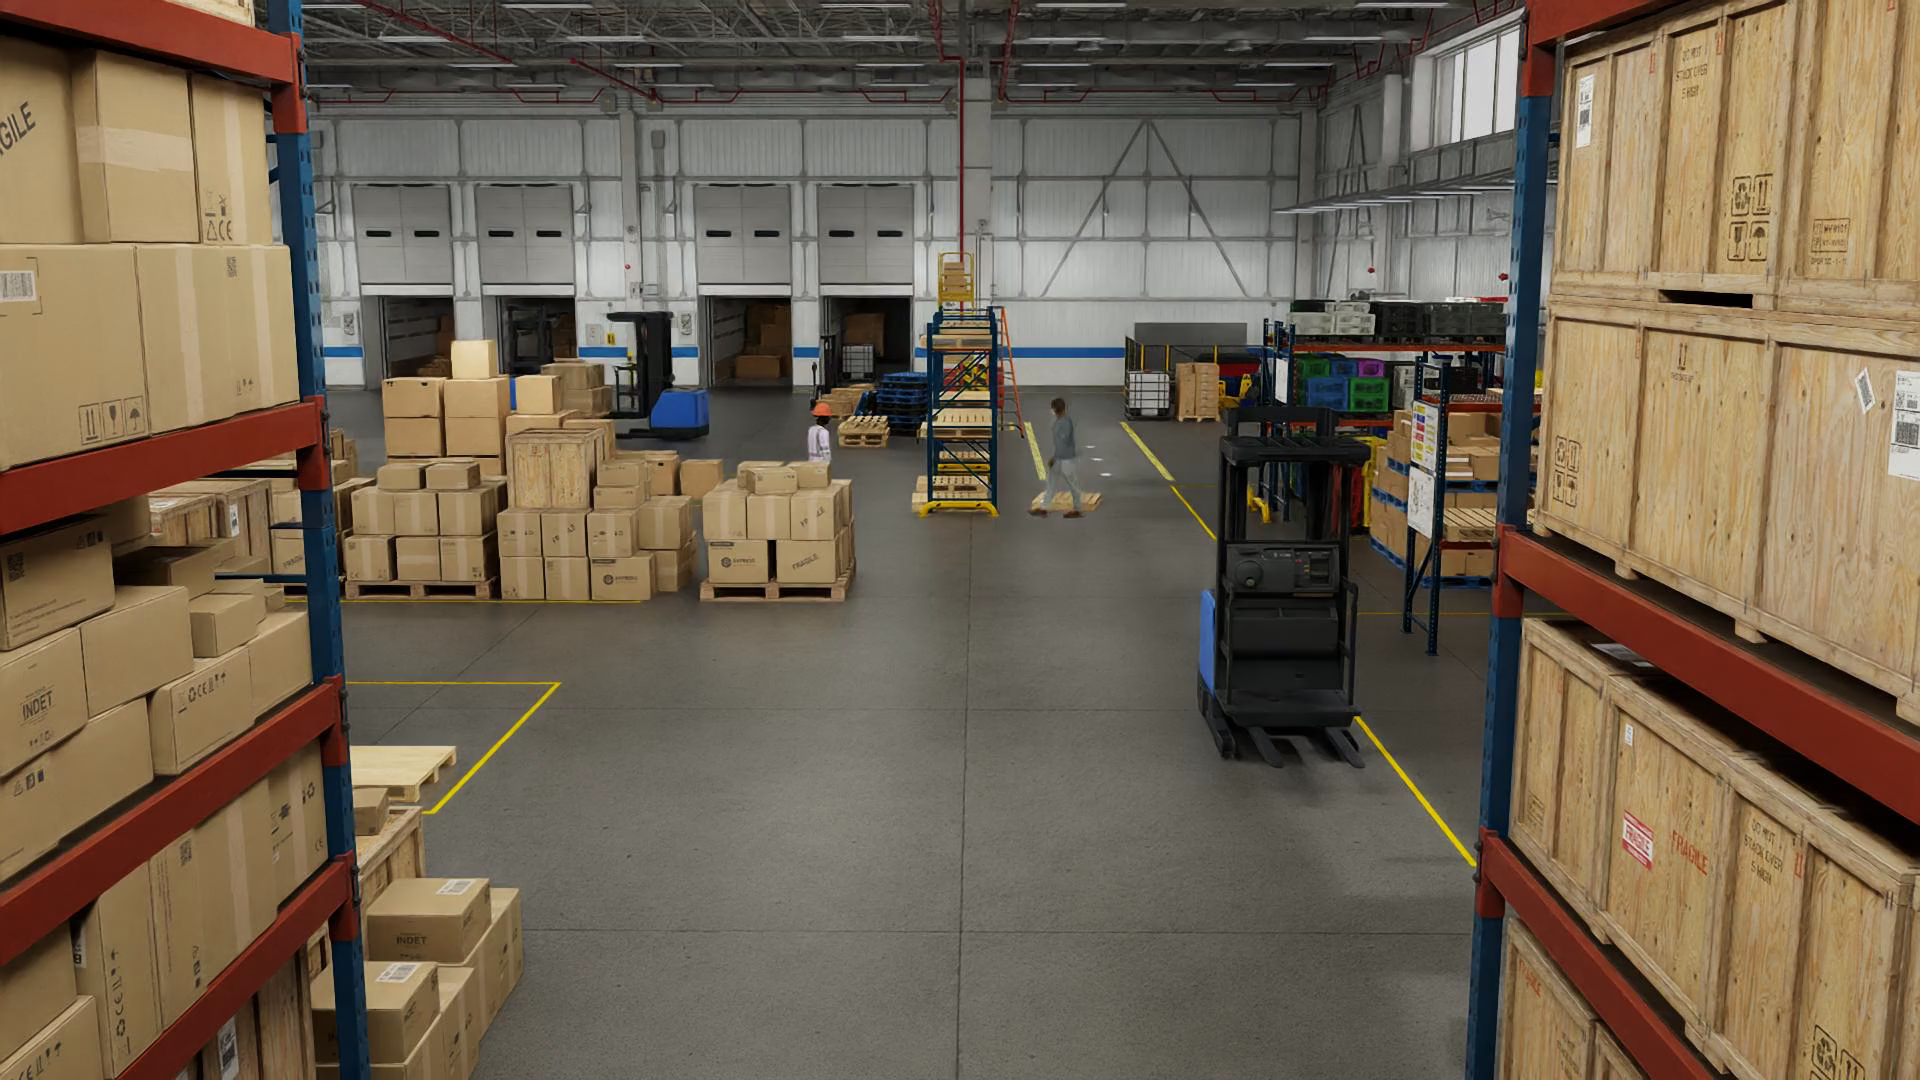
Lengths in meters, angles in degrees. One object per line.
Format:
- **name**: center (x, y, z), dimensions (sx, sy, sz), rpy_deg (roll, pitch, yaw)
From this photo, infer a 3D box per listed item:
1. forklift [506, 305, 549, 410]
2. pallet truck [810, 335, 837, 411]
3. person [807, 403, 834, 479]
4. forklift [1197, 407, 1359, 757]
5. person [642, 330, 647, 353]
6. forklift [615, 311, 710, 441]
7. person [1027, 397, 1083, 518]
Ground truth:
- **forklift**: center (-10.735, -4.452, 41.385), dimensions (1.129, 2.768, 1.873), rpy_deg (0, 10, 1)
- **pallet truck**: center (-3.021, -4.312, 43.126), dimensions (1.885, 1.965, 0.823), rpy_deg (3, 10, 17)
- **person**: center (-2.020, -1.039, 24.467), dimensions (0.388, 1.927, 0.559), rpy_deg (-6, 12, -33)
- **forklift**: center (2.693, 0.257, 14.220), dimensions (1.129, 2.768, 1.873), rpy_deg (0, 10, 1)
- **person**: center (-8.819, -4.971, 47.134), dimensions (0.389, 1.930, 0.544), rpy_deg (-7, 12, -36)
- **forklift**: center (-6.587, -3.643, 36.722), dimensions (1.873, 2.768, 1.129), rpy_deg (1, 10, 8)
- **person**: center (1.486, -1.261, 25.814), dimensions (0.965, 1.886, 0.617), rpy_deg (-2, 10, -13)
